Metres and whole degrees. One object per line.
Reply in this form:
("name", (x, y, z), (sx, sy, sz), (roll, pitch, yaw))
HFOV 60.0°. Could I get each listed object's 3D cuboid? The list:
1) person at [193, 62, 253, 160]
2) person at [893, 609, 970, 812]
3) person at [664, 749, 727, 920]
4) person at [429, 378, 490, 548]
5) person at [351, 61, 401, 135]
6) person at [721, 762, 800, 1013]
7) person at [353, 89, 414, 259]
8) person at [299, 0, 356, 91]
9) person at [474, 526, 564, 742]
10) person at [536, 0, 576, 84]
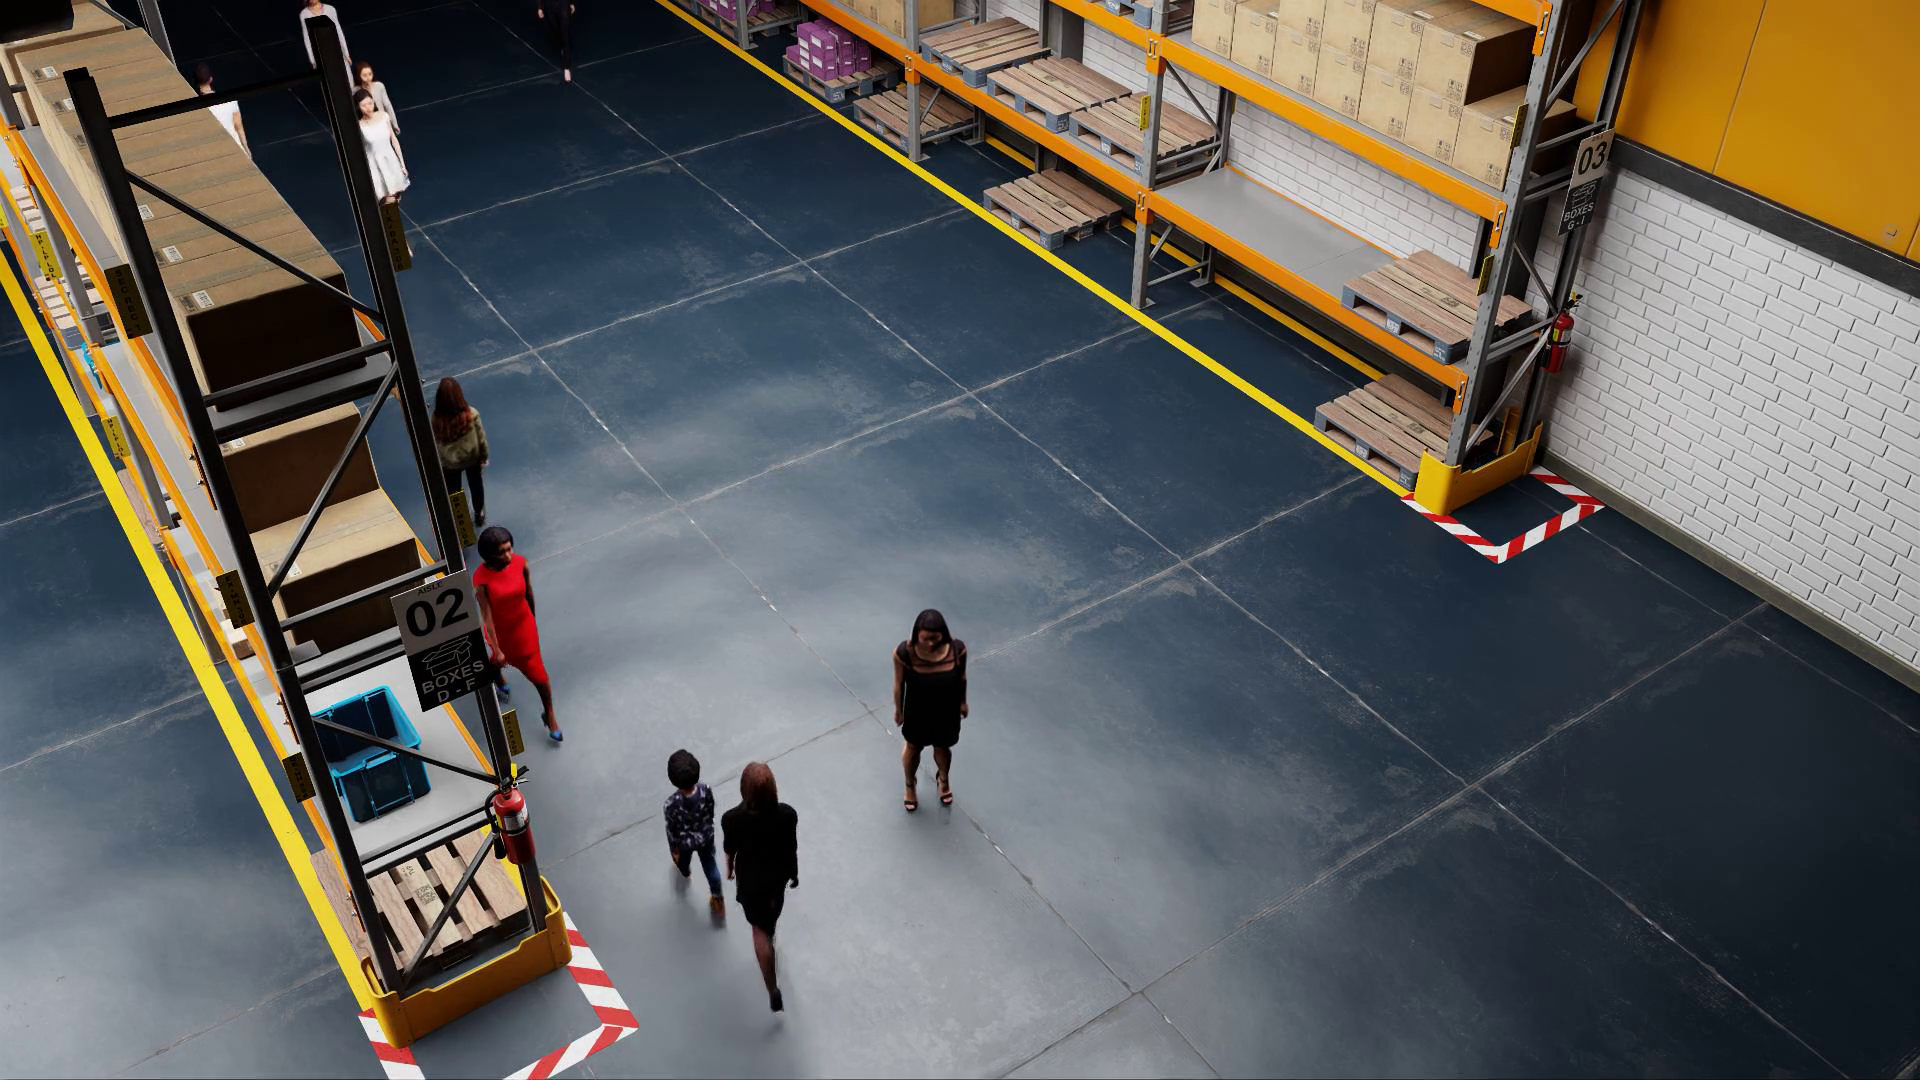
("person", (-7.530, -3.971, 17.147), (0.795, 1.844, 0.754), (30, 47, 32))
("person", (-0.197, 1.106, 10.891), (0.750, 1.718, 0.756), (-5, 39, -7))
("person", (-1.636, 1.851, 10.354), (0.568, 1.223, 0.902), (-19, 42, -22))
("person", (-3.980, -0.617, 13.252), (0.737, 1.463, 0.940), (-11, 40, -13))
("person", (-6.425, -4.556, 18.209), (0.635, 1.432, 1.004), (-31, 48, -33))
("person", (-1.143, 2.037, 9.762), (0.871, 1.671, 1.146), (-11, 40, -13))
("person", (-5.909, -3.774, 16.974), (0.717, 1.752, 1.055), (-29, 47, -32))
("person", (-7.325, -5.605, 19.259), (0.622, 1.762, 0.704), (-22, 44, -26))
("person", (-3.172, 0.593, 11.545), (0.587, 1.702, 1.074), (-26, 45, -29))
("person", (-4.976, -6.559, 20.521), (0.897, 1.678, 1.148), (-6, 39, -8))
